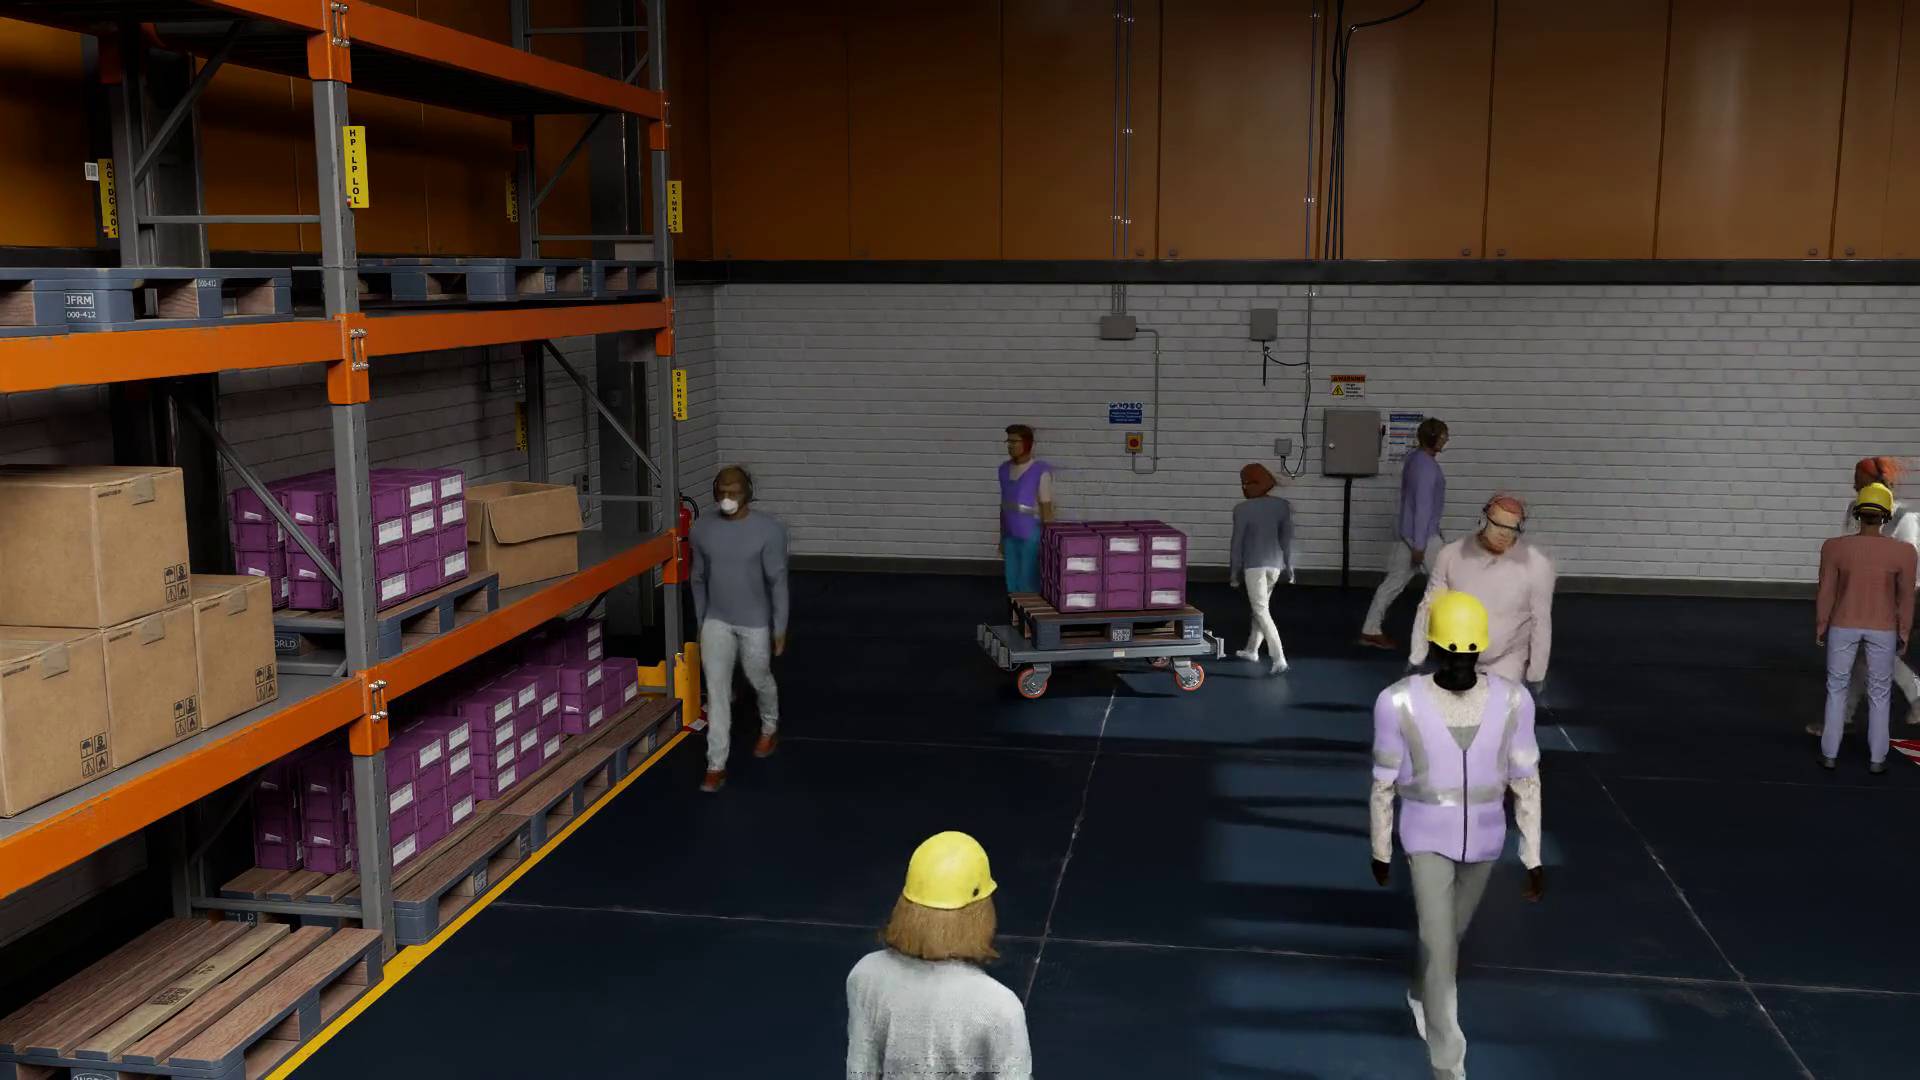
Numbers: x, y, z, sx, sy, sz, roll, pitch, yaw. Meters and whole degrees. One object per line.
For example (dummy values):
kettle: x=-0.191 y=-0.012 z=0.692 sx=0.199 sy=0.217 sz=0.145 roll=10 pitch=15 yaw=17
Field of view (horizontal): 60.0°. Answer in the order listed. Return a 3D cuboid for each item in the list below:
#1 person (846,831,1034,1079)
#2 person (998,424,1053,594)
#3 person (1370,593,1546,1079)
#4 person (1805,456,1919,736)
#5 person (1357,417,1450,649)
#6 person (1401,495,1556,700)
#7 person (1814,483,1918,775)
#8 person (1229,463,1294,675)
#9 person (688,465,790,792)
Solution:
person: x=-0.034 y=1.539 z=4.068 sx=0.504 sy=1.691 sz=0.919 roll=6 pitch=11 yaw=35
person: x=0.540 y=-0.019 z=13.256 sx=0.506 sy=1.831 sz=0.565 roll=-7 pitch=11 yaw=-36
person: x=1.834 y=1.104 z=6.224 sx=0.590 sy=1.878 sz=0.995 roll=0 pitch=9 yaw=-2
person: x=6.042 y=0.364 z=10.874 sx=0.932 sy=1.854 sz=0.565 roll=-1 pitch=9 yaw=-8
person: x=3.679 y=-0.033 z=13.186 sx=1.025 sy=1.891 sz=0.632 roll=0 pitch=9 yaw=0
person: x=2.765 y=0.677 z=8.906 sx=0.674 sy=1.840 sz=1.011 roll=7 pitch=12 yaw=38
person: x=5.449 y=0.535 z=10.041 sx=0.533 sy=1.767 sz=0.312 roll=5 pitch=10 yaw=26
person: x=2.303 y=0.209 z=12.603 sx=0.530 sy=1.588 sz=0.824 roll=-4 pitch=10 yaw=-23
person: x=-1.311 y=0.478 z=10.032 sx=0.645 sy=1.903 sz=1.005 roll=2 pitch=9 yaw=12
